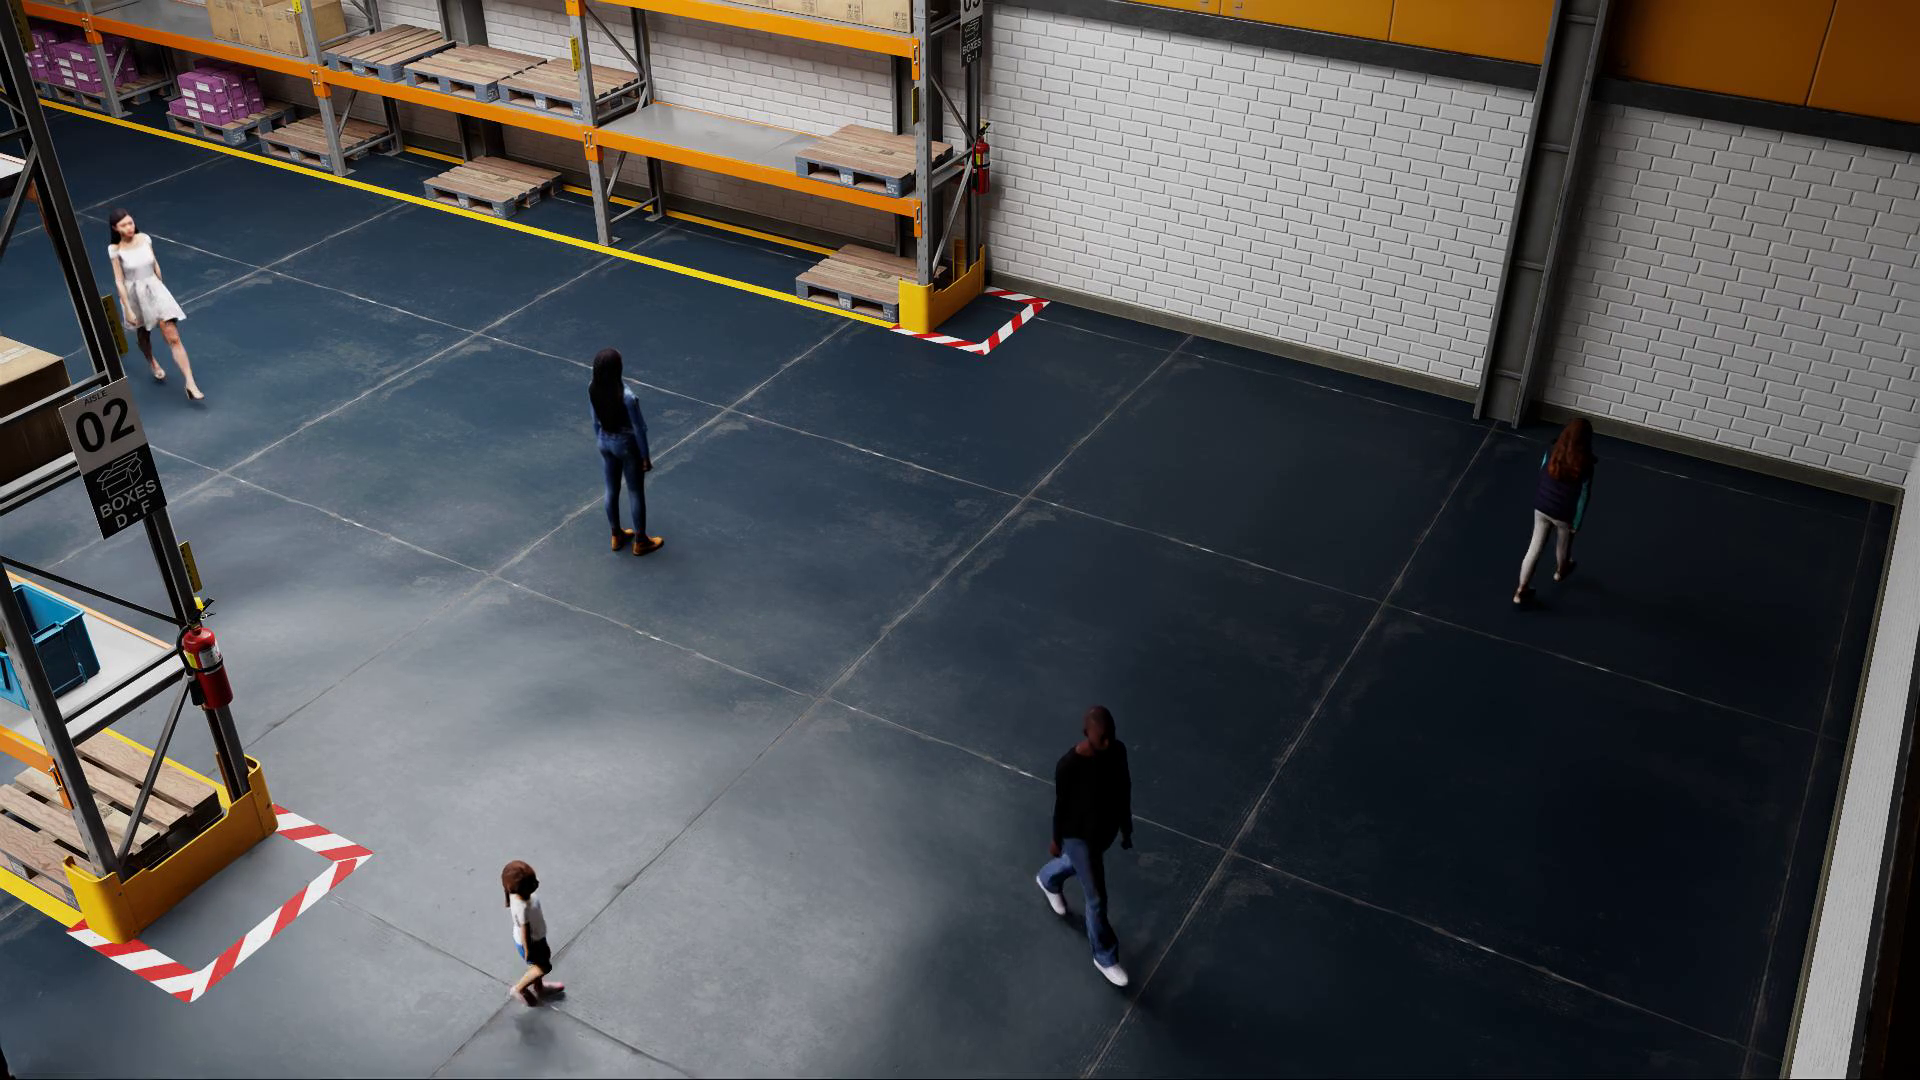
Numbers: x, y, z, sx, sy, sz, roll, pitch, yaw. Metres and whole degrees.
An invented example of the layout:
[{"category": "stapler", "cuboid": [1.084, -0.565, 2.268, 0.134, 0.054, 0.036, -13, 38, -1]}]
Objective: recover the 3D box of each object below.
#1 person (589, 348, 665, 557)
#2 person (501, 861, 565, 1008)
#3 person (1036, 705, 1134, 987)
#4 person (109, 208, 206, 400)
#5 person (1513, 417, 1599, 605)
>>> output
[{"category": "person", "cuboid": [-2.552, -0.670, 12.517, 0.442, 1.713, 0.665, 17, 37, 24]}, {"category": "person", "cuboid": [-2.363, 2.118, 8.954, 0.594, 1.015, 0.534, -8, 34, -12]}, {"category": "person", "cuboid": [0.668, 1.558, 9.167, 0.961, 1.712, 1.221, -19, 38, -27]}, {"category": "person", "cuboid": [-7.208, -2.078, 14.636, 1.237, 1.713, 0.763, 25, 41, 33]}, {"category": "person", "cuboid": [4.275, -0.187, 12.021, 0.825, 1.459, 0.971, -27, 42, -35]}]
